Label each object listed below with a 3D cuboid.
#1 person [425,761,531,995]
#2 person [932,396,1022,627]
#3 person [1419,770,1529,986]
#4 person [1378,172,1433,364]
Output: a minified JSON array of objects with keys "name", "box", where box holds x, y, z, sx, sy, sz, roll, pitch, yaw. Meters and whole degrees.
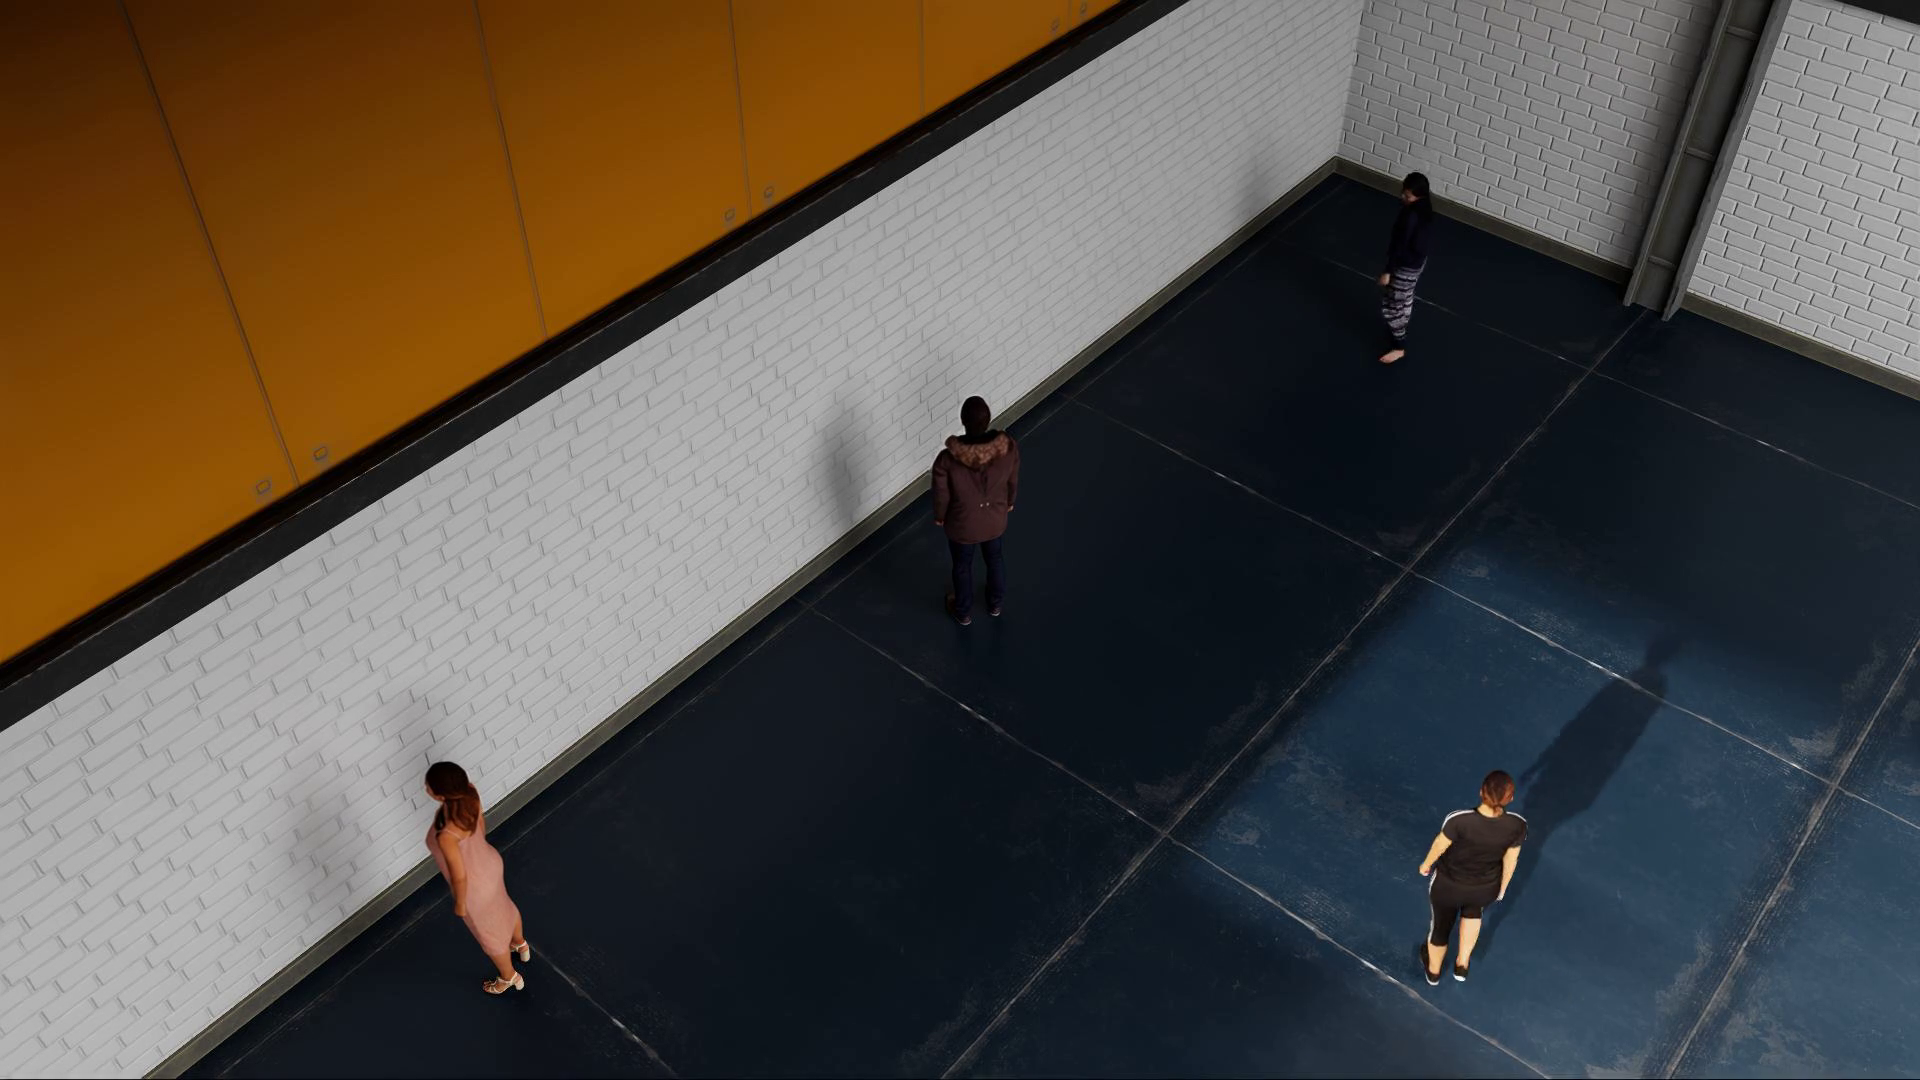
[{"name":"person","box":[-2.556,1.786,8.814,0.683,1.832,0.665,4,44,4]},{"name":"person","box":[0.106,-0.179,10.865,0.874,1.848,0.882,-13,45,-14]},{"name":"person","box":[2.703,1.878,8.844,0.698,1.656,0.771,1,44,1]},{"name":"person","box":[3.566,-2.230,13.128,0.711,1.696,0.582,-34,53,-30]}]
